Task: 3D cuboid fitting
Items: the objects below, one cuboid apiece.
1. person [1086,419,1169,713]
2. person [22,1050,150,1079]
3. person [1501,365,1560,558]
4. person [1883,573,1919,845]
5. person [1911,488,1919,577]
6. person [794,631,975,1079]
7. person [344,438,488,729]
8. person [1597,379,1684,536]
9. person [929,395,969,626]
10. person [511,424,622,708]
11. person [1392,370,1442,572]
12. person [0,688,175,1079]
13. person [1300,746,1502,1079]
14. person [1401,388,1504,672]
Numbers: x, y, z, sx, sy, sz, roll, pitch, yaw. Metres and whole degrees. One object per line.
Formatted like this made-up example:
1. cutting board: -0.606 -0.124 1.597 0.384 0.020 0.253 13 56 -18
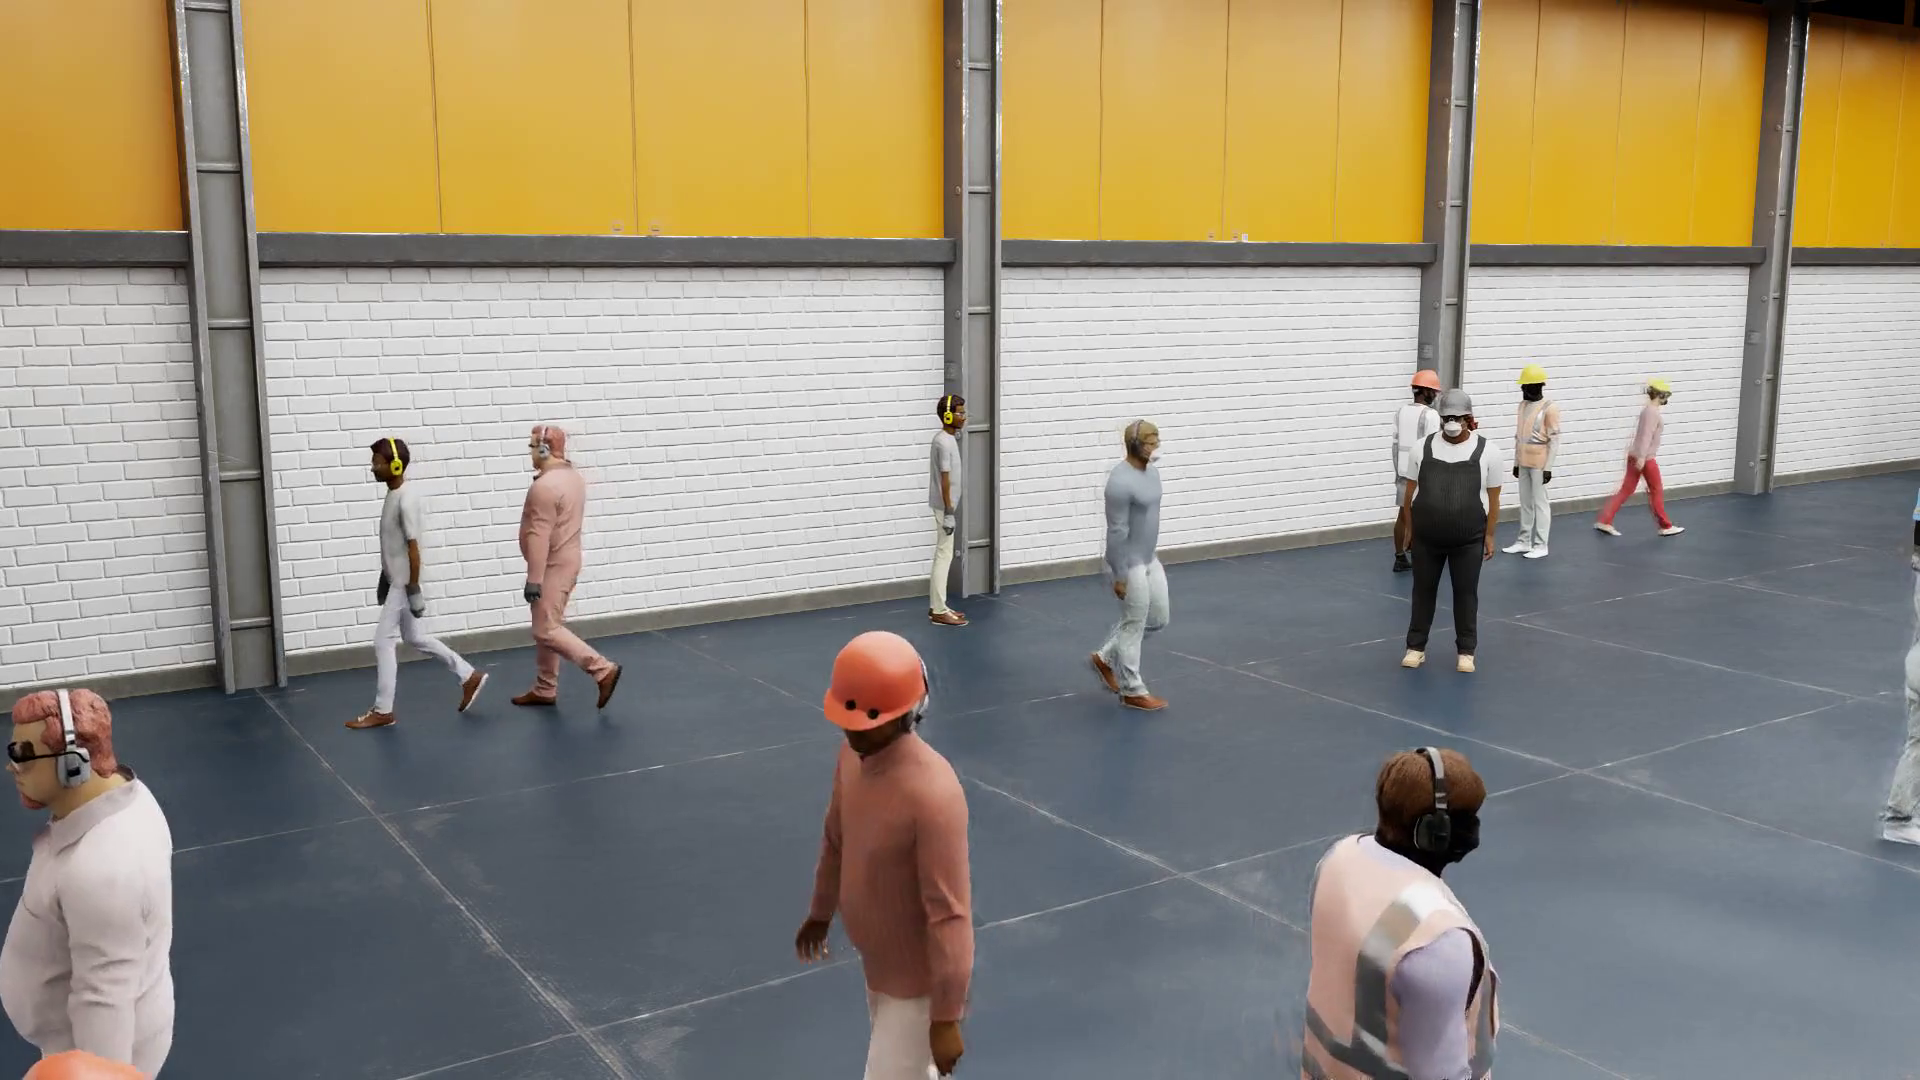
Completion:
1. person: 1.111 0.166 10.853 0.511 1.928 0.648 5 11 29
2. person: -1.064 1.601 2.186 0.376 1.933 0.545 6 11 31
3. person: 5.697 -0.778 16.547 0.383 1.923 0.590 -3 10 -16
4. person: 4.934 0.692 8.289 0.545 1.725 0.500 4 10 22
5. person: 7.070 0.116 11.844 0.540 1.696 0.316 5 11 29
6. person: -0.209 1.177 4.648 0.510 1.962 0.801 -4 10 -22
7. person: -3.480 0.259 10.544 0.844 1.846 0.514 -4 10 -22
8. person: 7.322 -0.873 17.796 0.899 1.697 0.568 1 9 7
9. person: -0.096 -0.247 13.511 0.319 1.870 0.521 0 9 -3
10. person: -2.593 0.188 10.822 0.722 1.889 0.652 0 9 2
11. person: 4.314 -0.631 15.650 0.385 1.927 0.546 -5 11 -28
12. person: -2.177 1.283 4.238 0.710 1.887 0.673 -4 10 -21
13. person: 0.964 1.371 3.936 0.622 1.824 0.631 -2 10 -9
14. person: 3.504 -0.068 11.917 0.674 2.000 0.535 4 10 24
